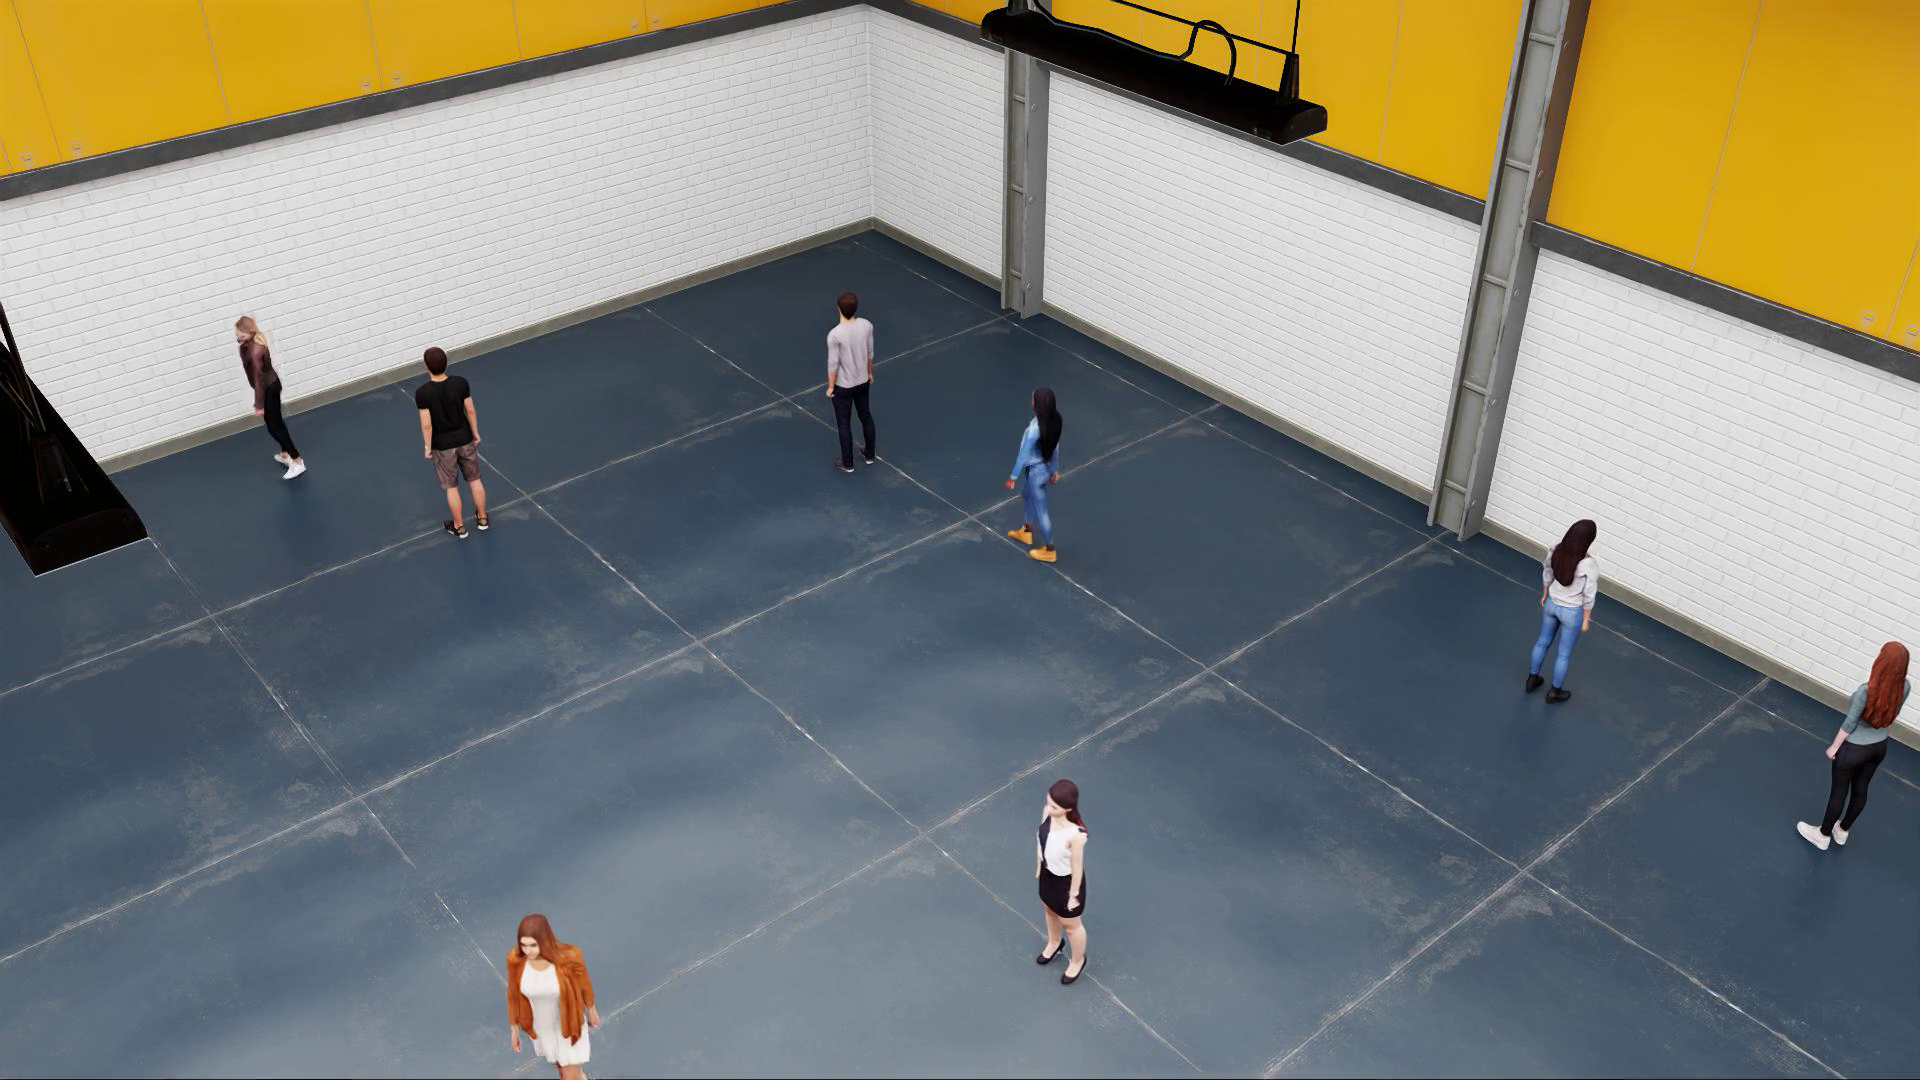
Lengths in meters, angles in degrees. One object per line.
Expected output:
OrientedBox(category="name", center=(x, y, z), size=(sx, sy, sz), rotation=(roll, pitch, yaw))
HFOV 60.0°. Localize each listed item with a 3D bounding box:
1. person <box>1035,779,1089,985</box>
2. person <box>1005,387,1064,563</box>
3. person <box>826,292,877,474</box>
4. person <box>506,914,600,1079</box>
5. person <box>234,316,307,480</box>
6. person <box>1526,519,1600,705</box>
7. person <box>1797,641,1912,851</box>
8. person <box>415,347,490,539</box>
OrientedBox(category="person", center=(0.647, 2.144, 10.488), size=(0.613, 1.646, 0.480), rotation=(-22, 39, -29))
OrientedBox(category="person", center=(0.765, -0.531, 14.467), size=(0.897, 1.697, 0.775), rotation=(17, 37, 24))
OrientedBox(category="person", center=(-1.031, -1.514, 15.814), size=(0.671, 1.843, 0.547), rotation=(-22, 39, -29))
OrientedBox(category="person", center=(-2.313, 2.703, 9.594), size=(0.741, 1.705, 0.800), rotation=(2, 34, 4))
OrientedBox(category="person", center=(-6.582, -1.426, 15.825), size=(0.856, 1.684, 0.689), rotation=(0, 34, 0))
OrientedBox(category="person", center=(4.686, 0.543, 12.909), size=(0.674, 1.633, 0.460), rotation=(-22, 39, -29))
OrientedBox(category="person", center=(6.220, 1.425, 11.482), size=(0.663, 1.743, 0.683), rotation=(-7, 34, -10))
OrientedBox(category="person", center=(-4.532, -0.876, 14.837), size=(0.692, 1.861, 0.599), rotation=(-21, 39, -29))
